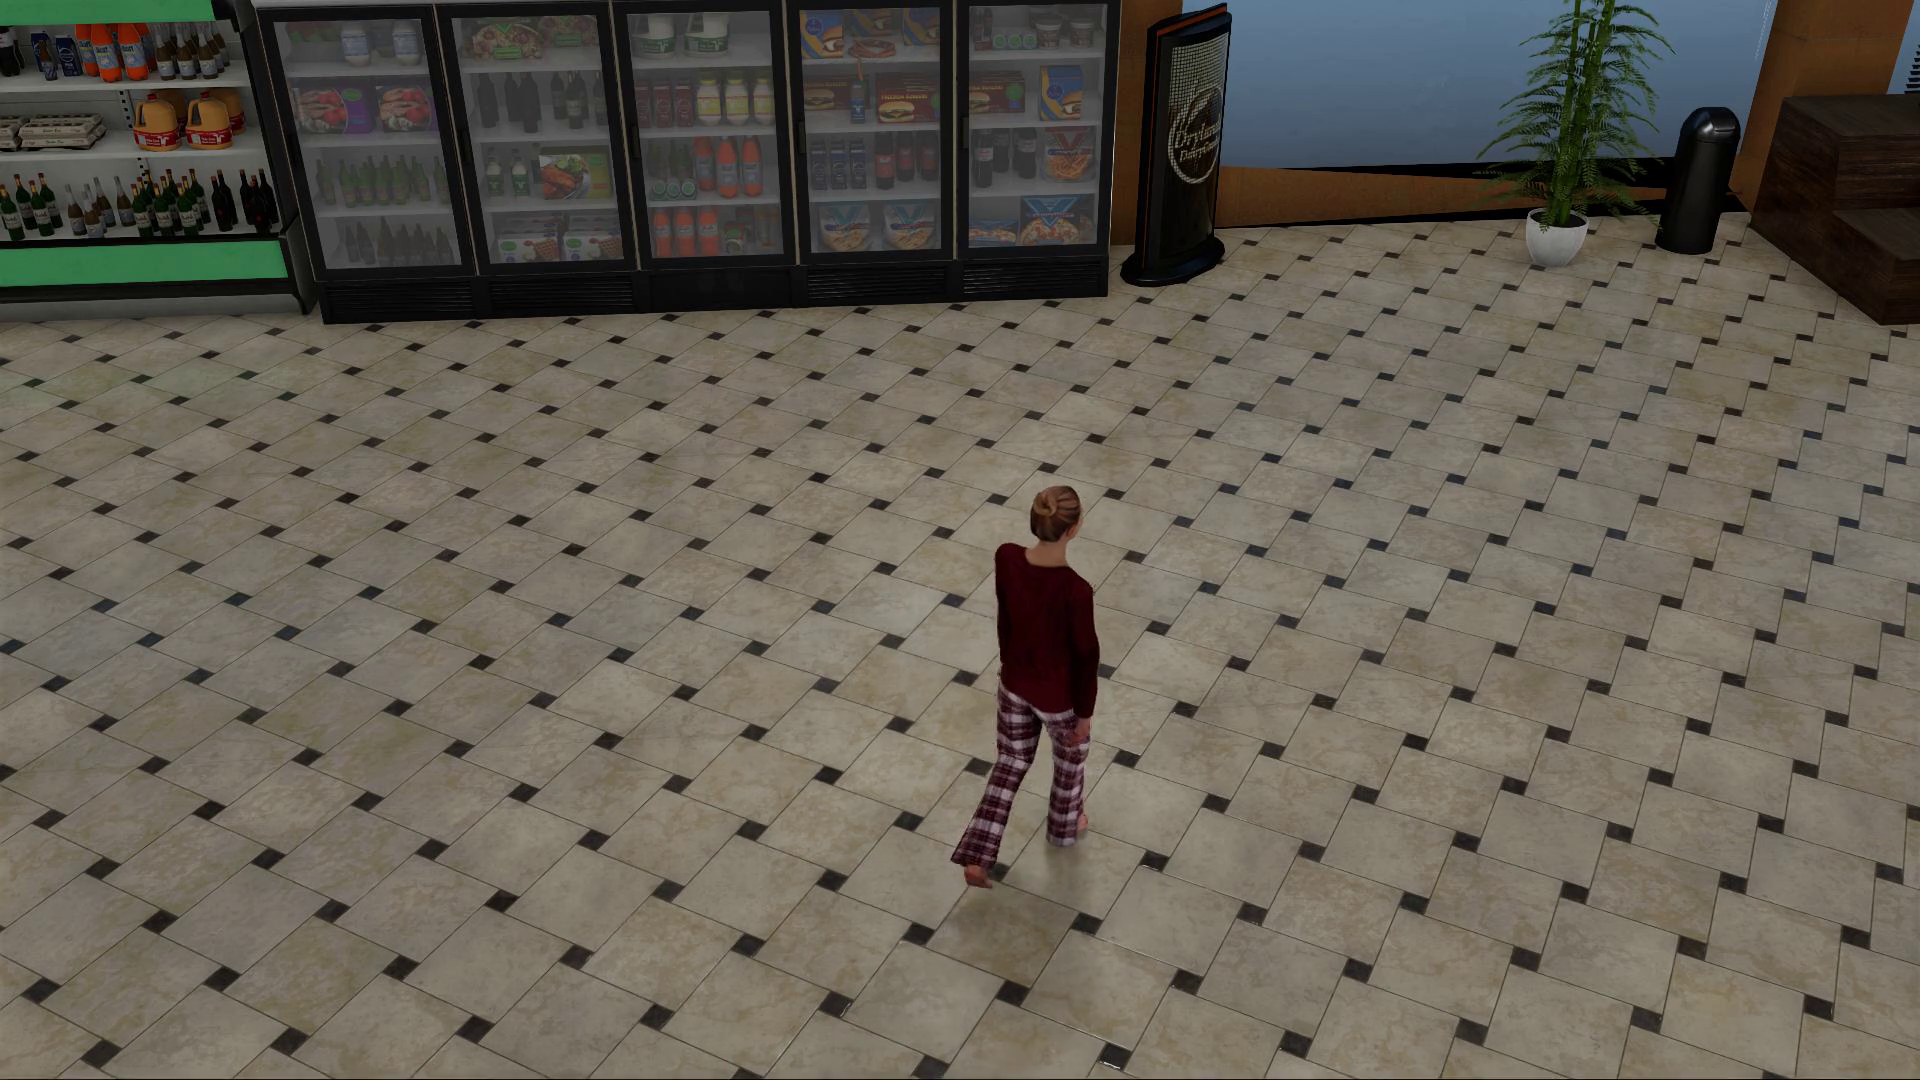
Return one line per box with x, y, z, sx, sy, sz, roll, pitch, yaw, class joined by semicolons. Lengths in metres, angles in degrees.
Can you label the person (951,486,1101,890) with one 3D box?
0.247;0.561;5.998;1.000;1.671;1.025;20;37;29;person
